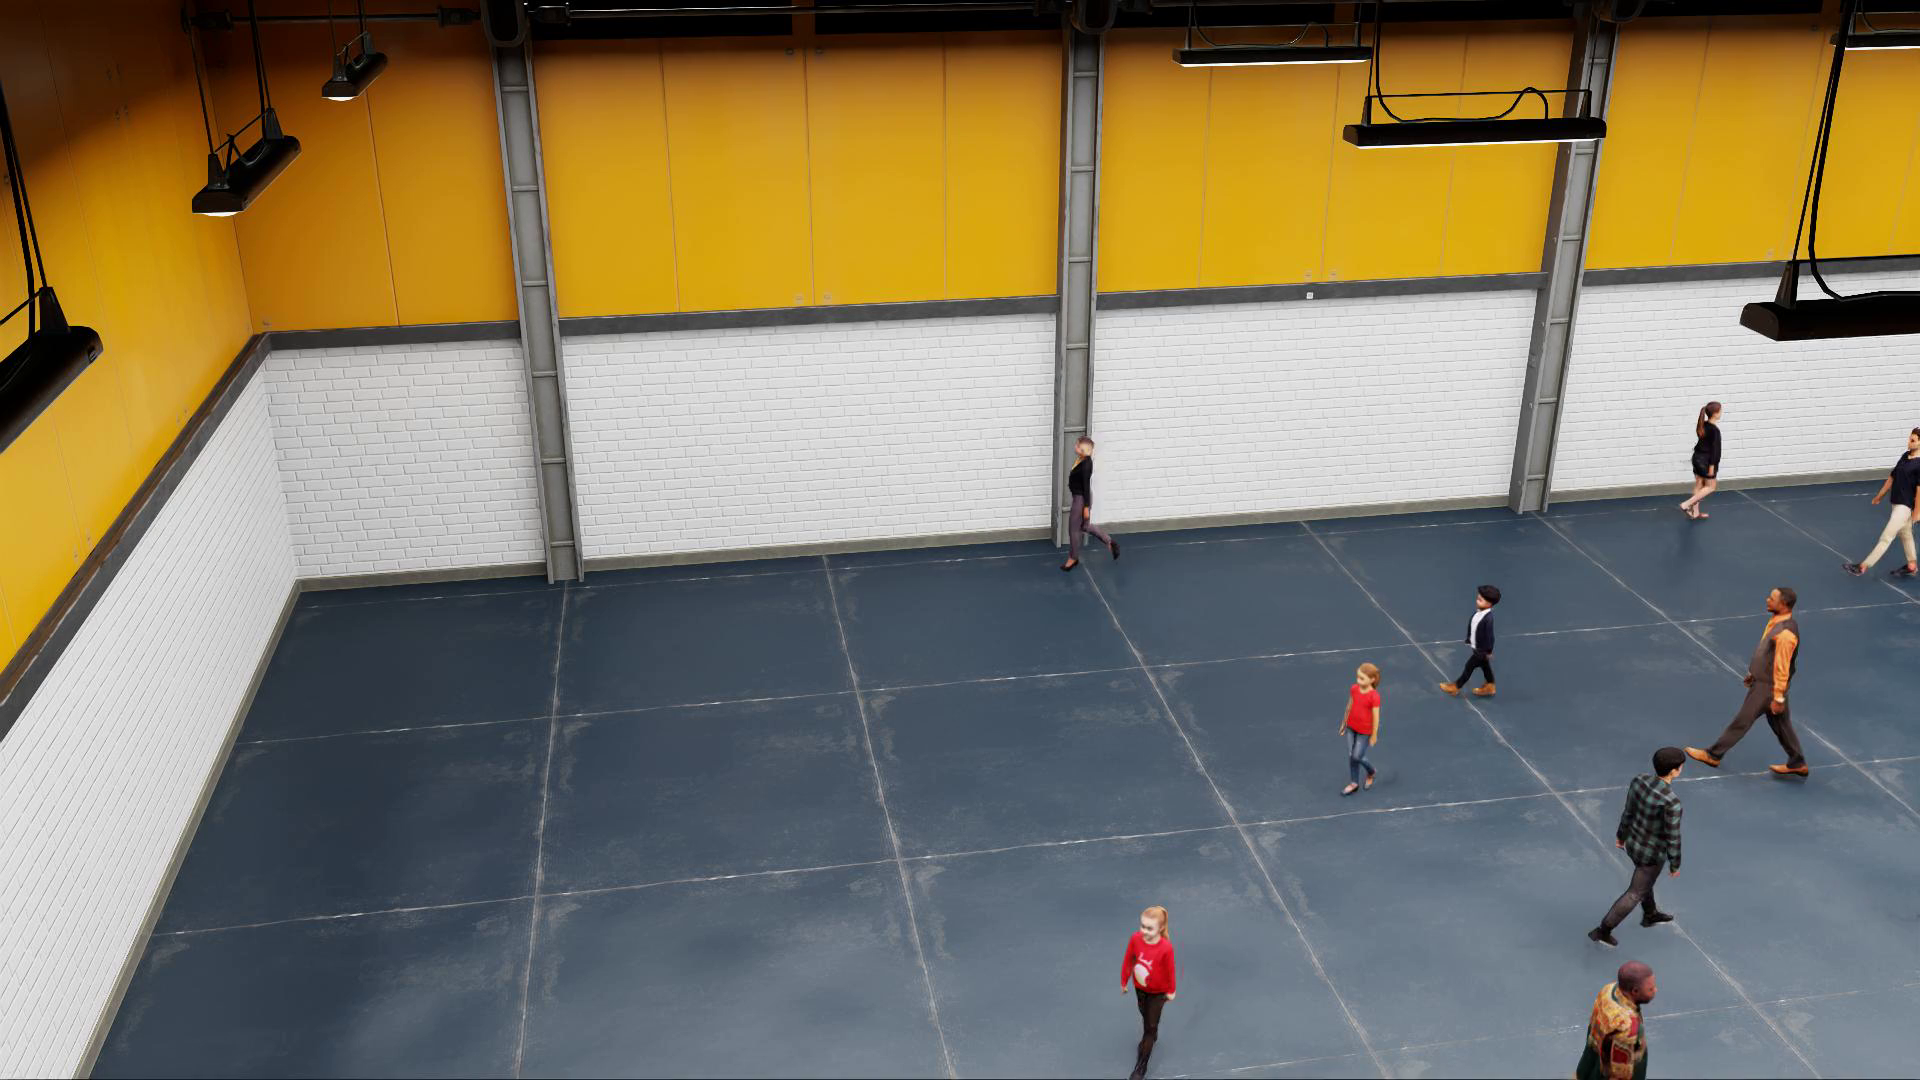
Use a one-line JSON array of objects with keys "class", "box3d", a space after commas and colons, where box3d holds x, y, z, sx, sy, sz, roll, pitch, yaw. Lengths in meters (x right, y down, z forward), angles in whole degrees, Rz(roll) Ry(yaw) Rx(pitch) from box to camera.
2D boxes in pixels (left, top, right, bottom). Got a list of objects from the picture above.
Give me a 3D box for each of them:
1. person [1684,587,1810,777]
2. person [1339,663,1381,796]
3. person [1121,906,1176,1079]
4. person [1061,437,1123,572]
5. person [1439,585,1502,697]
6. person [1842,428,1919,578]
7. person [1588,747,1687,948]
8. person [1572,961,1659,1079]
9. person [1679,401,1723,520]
[{"class": "person", "box3d": [7.389, 1.333, 14.944, 1.399, 1.852, 1.178, 10, 25, 21]}, {"class": "person", "box3d": [3.618, 1.675, 14.853, 0.662, 1.299, 0.583, -15, 28, -30]}, {"class": "person", "box3d": [1.360, 3.094, 11.657, 0.835, 1.258, 0.879, 14, 27, 29]}, {"class": "person", "box3d": [1.503, -0.403, 19.168, 0.997, 1.650, 0.748, 2, 24, 4]}, {"class": "person", "box3d": [5.227, 1.020, 16.479, 0.846, 1.196, 0.594, 0, 24, 0]}, {"class": "person", "box3d": [10.824, -0.382, 18.921, 1.209, 1.809, 0.848, 2, 24, 5]}, {"class": "person", "box3d": [5.160, 2.343, 12.642, 1.104, 1.685, 0.783, -7, 24, -15]}, {"class": "person", "box3d": [3.964, 3.377, 10.389, 1.262, 1.755, 0.956, 4, 24, 8]}, {"class": "person", "box3d": [9.161, -0.969, 20.587, 0.675, 1.551, 0.547, -5, 24, -10]}]
